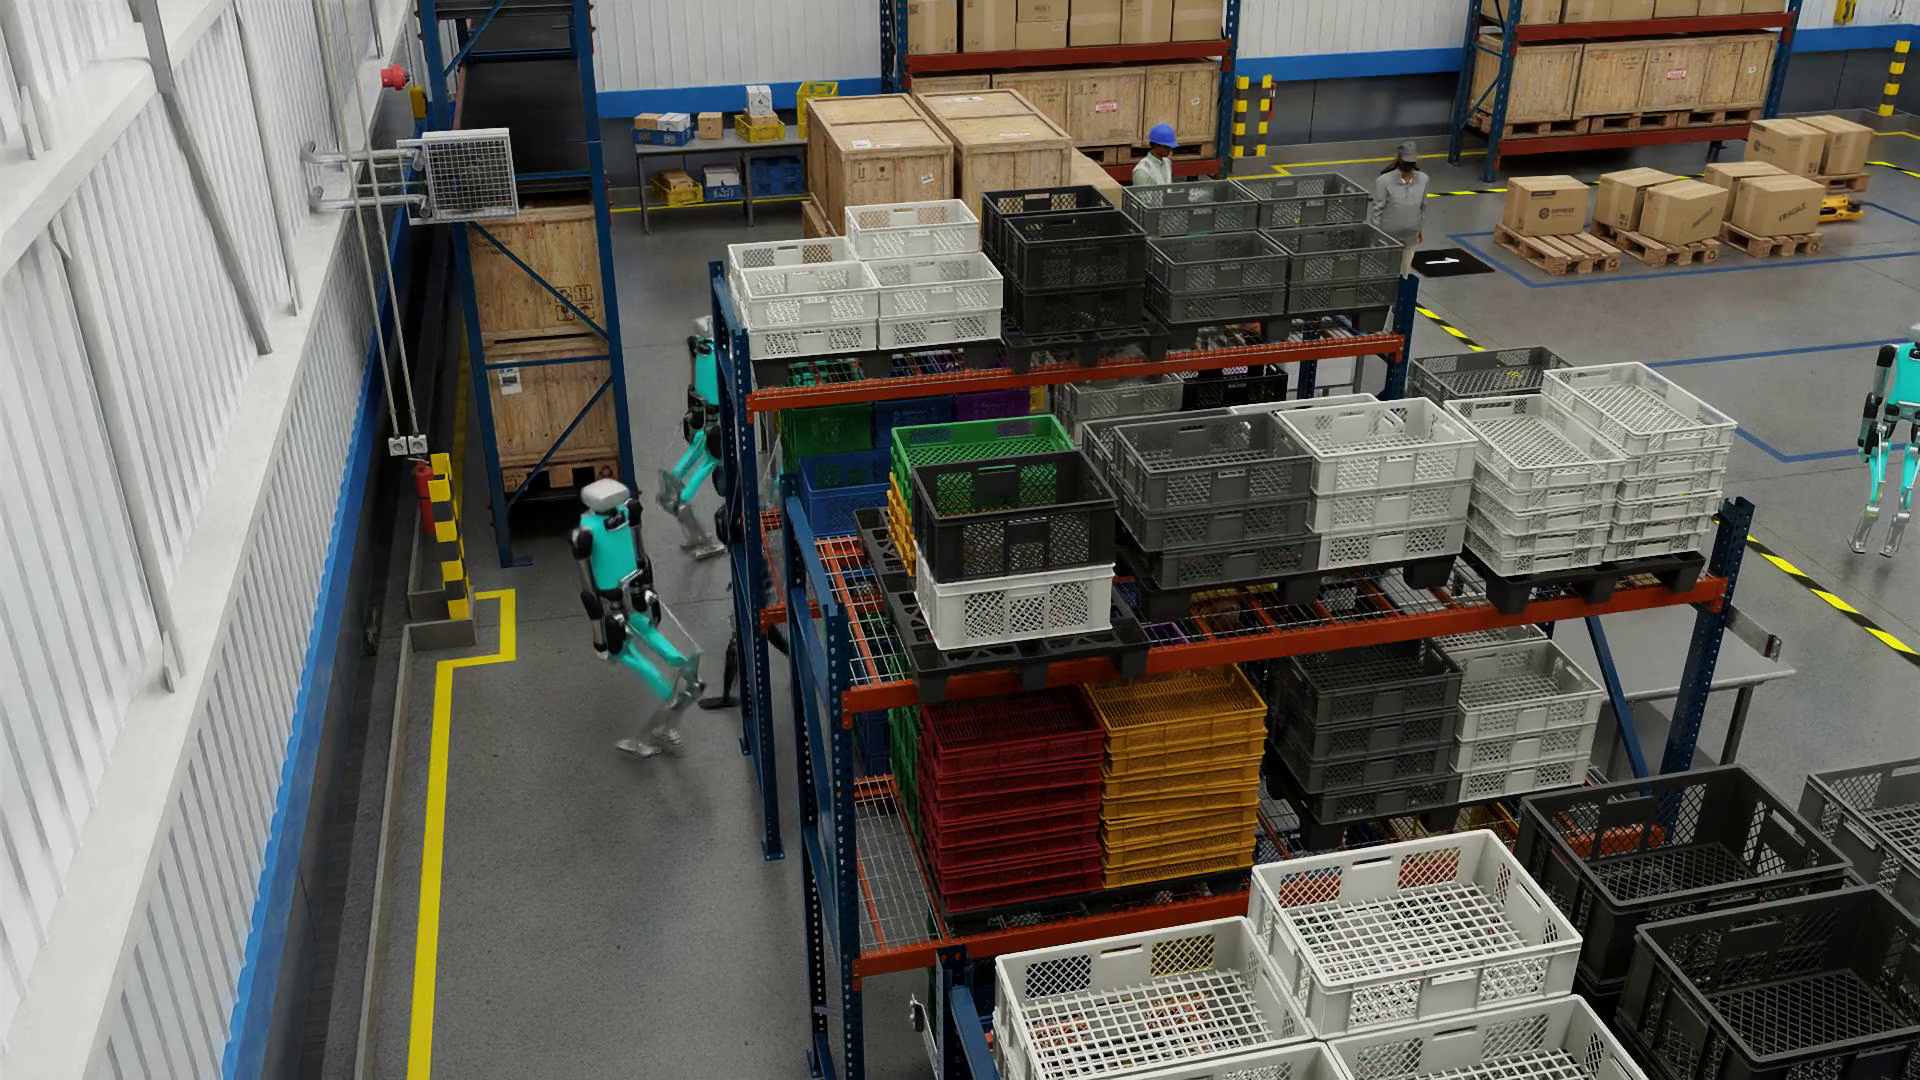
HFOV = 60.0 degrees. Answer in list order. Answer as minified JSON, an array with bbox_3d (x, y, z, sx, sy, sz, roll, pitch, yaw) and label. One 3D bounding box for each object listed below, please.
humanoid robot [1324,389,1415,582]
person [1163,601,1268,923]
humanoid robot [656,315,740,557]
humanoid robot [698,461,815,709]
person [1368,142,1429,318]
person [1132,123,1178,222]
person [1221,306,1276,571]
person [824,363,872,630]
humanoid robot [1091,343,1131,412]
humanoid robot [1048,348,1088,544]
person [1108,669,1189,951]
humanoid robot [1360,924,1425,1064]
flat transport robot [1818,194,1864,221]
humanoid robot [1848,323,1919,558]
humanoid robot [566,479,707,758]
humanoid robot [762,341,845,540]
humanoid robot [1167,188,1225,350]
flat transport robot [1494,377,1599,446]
[{"bbox_3d":[2.792,-0.308,11.130,0.613,1.642,0.445,13,30,22],"label":"humanoid robot"},{"bbox_3d":[1.266,1.128,8.219,0.622,1.843,0.431,-12,30,-21],"label":"person"},{"bbox_3d":[-1.900,-0.685,11.720,0.711,1.746,0.530,-21,34,-34],"label":"humanoid robot"},{"bbox_3d":[-1.239,0.266,10.095,0.801,1.621,0.599,-6,28,-11],"label":"humanoid robot"},{"bbox_3d":[4.218,-2.978,16.085,0.572,1.768,0.396,-6,28,-11],"label":"person"},{"bbox_3d":[1.857,-3.050,16.048,0.411,1.939,0.602,18,33,30],"label":"person"},{"bbox_3d":[1.958,-0.649,11.398,0.404,2.028,0.612,-25,37,-39],"label":"person"},{"bbox_3d":[-0.715,-0.275,10.839,0.345,1.880,0.583,3,28,5],"label":"person"},{"bbox_3d":[1.074,-0.743,11.968,0.617,1.637,0.600,-6,28,-12],"label":"humanoid robot"},{"bbox_3d":[0.721,-0.732,11.912,0.396,1.651,0.589,13,30,23],"label":"humanoid robot"},{"bbox_3d":[0.902,1.297,7.918,0.403,1.823,0.588,17,32,29],"label":"person"},{"bbox_3d":[1.348,2.254,6.270,0.803,1.830,0.555,-9,29,-16],"label":"humanoid robot"},{"bbox_3d":[9.996,-4.105,19.806,0.652,0.197,1.431,-6,28,-12],"label":"flat transport robot"},{"bbox_3d":[6.515,-0.634,11.534,0.533,1.673,0.735,13,31,24],"label":"humanoid robot"},{"bbox_3d":[-1.761,0.513,9.434,0.720,1.725,0.541,15,31,25],"label":"humanoid robot"},{"bbox_3d":[-1.202,-0.593,11.642,0.530,1.802,0.804,23,36,37],"label":"humanoid robot"},{"bbox_3d":[2.226,-2.345,14.942,0.553,1.792,0.918,23,36,37],"label":"humanoid robot"},{"bbox_3d":[4.780,-1.036,14.013,0.659,0.231,1.431,-6,28,-12],"label":"flat transport robot"}]
